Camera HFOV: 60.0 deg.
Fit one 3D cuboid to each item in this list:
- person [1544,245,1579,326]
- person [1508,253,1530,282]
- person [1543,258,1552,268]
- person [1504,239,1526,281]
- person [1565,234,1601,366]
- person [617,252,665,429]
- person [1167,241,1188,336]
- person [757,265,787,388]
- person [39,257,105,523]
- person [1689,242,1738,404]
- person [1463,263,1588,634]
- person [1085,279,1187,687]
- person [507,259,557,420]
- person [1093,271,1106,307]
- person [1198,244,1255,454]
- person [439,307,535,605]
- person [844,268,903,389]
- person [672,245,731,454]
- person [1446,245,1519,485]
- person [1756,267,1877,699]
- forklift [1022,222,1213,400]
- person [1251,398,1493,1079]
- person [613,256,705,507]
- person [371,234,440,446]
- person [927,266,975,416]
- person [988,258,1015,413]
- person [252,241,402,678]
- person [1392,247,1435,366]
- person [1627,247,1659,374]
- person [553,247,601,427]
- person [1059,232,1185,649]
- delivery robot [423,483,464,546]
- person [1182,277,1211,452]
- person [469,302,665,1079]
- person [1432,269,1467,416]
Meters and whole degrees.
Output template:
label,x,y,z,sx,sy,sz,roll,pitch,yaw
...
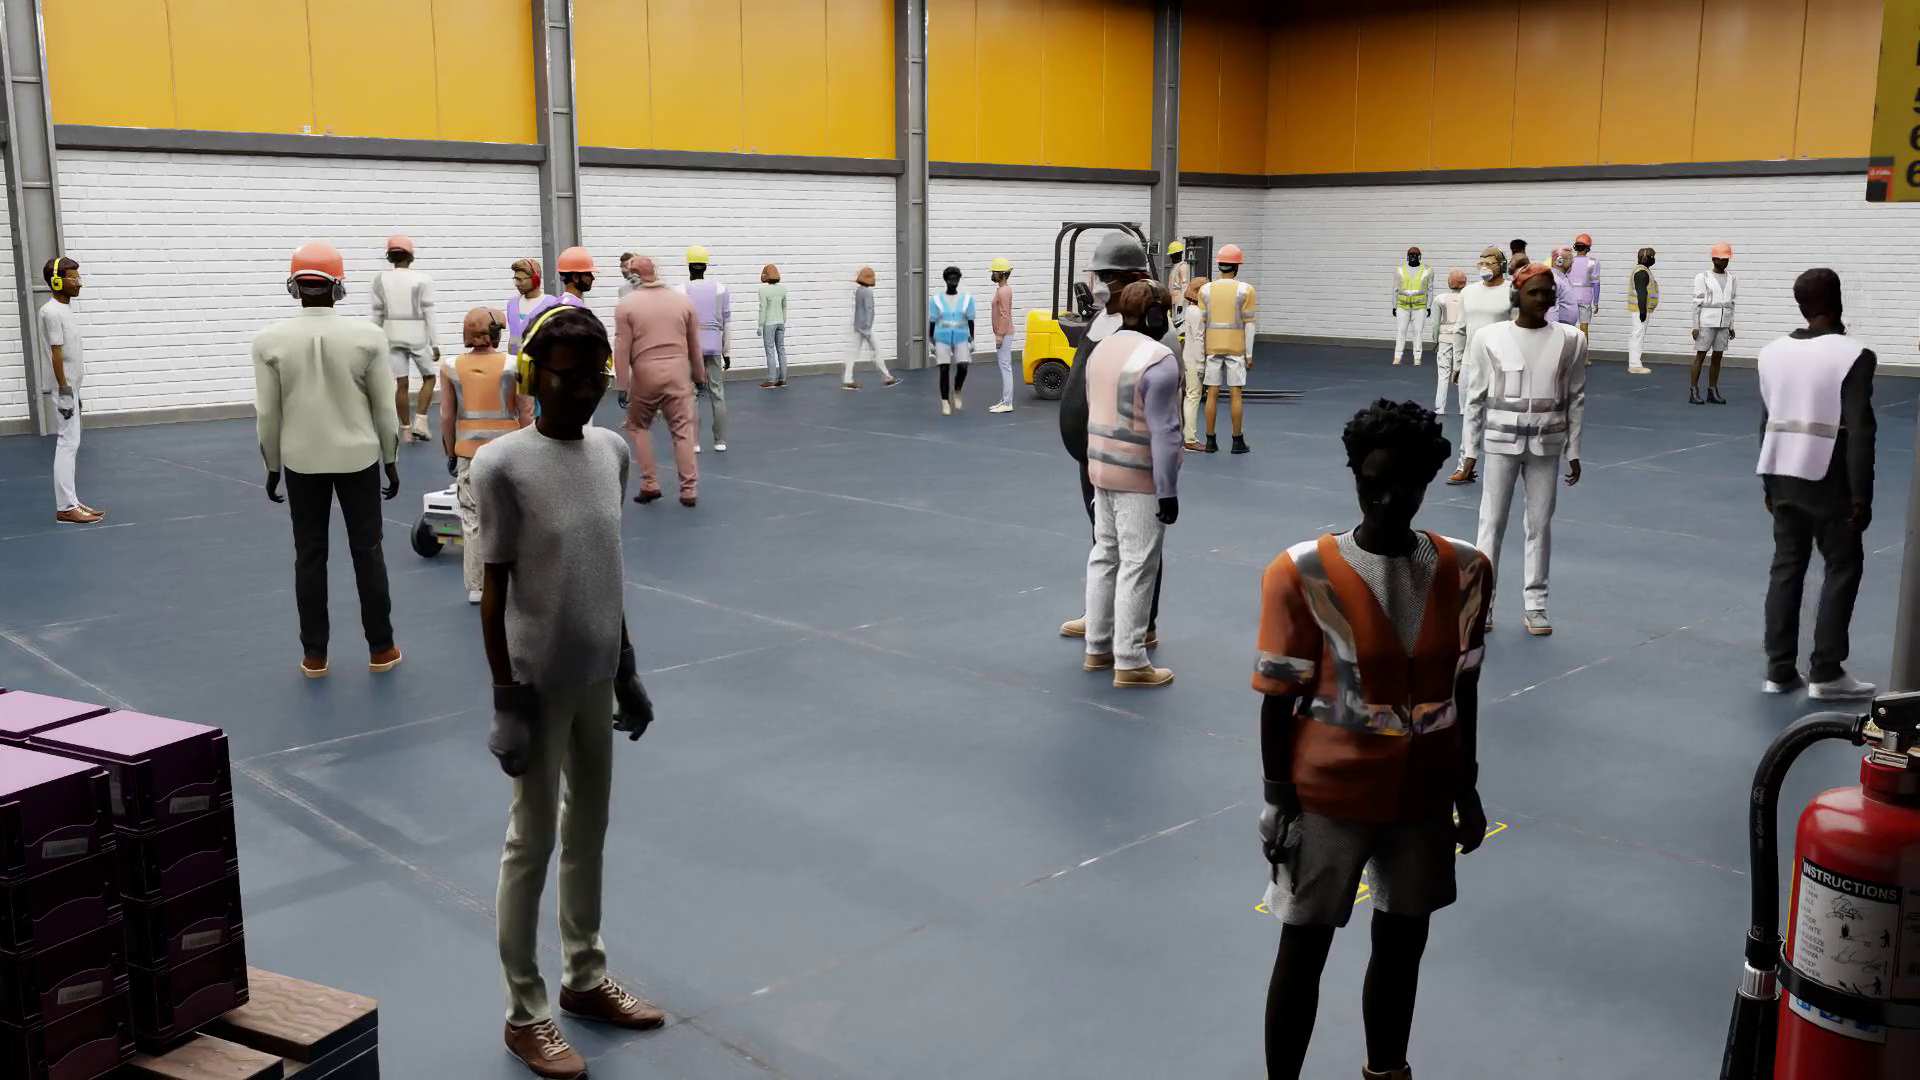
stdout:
label,x,y,z,sx,sy,sz,roll,pitch,yaw
person,6.543,-2.257,18.208,0.410,1.912,0.643,5,11,24
person,5.655,-1.989,16.925,0.506,1.847,0.345,3,11,17
person,6.779,-2.366,19.196,0.522,1.769,0.310,4,11,21
person,8.829,-3.808,26.510,0.363,1.966,0.607,3,11,16
person,9.584,-3.707,25.748,0.614,2.042,0.373,6,12,32
person,-3.366,-2.100,17.519,0.536,1.850,0.534,6,12,29
person,3.526,-3.875,27.013,0.378,1.918,0.585,-1,10,-6
person,-2.505,-2.847,22.179,0.285,1.633,0.497,8,13,38
person,-6.304,-1.054,11.760,0.309,1.868,0.534,-4,11,-22
person,9.048,-2.585,19.924,0.552,1.935,0.374,-2,11,-9
person,2.859,-0.455,8.454,0.585,1.882,0.343,2,11,12
person,0.794,-0.260,7.569,0.431,1.833,0.643,-4,11,-23
person,-3.335,-1.288,13.119,0.564,1.837,0.388,6,12,29
person,2.362,-3.713,26.313,0.996,1.851,0.664,-2,11,-10
person,2.471,-1.767,15.458,0.547,1.939,0.376,5,11,24
person,-2.575,-0.451,9.110,0.515,1.636,0.315,0,10,0
person,-1.184,-2.786,21.939,0.839,1.583,0.524,-5,12,-27
person,-2.414,-1.764,15.470,0.584,1.928,0.372,-5,11,-24
person,4.240,-1.385,13.375,0.631,1.940,0.372,10,14,43
person,3.755,-0.254,7.373,0.405,1.885,0.646,-4,11,-21
forklift,1.935,-2.847,20.651,2.313,2.155,1.214,2,11,13
person,0.870,0.542,3.520,0.540,1.697,0.317,-2,11,-13
person,-2.232,-1.183,12.480,0.789,1.865,0.634,-6,12,-29
person,-5.322,-1.917,16.010,0.647,2.031,0.409,0,10,2
person,-0.097,-2.233,18.679,0.552,1.681,0.368,-1,10,-6
person,0.474,-2.341,19.063,0.312,1.769,0.522,0,10,2
person,-2.886,-0.362,7.639,0.609,1.996,0.379,-3,11,-16
person,7.044,-3.637,25.919,0.624,1.845,0.430,4,11,20
person,10.050,-3.374,24.487,0.429,1.844,0.626,3,11,18
person,-2.719,-1.111,11.880,0.360,1.939,0.543,-5,11,-25
person,0.750,-0.472,8.118,0.536,2.000,0.680,-5,11,-24
delivery robot,-3.074,-0.229,10.594,0.477,0.478,0.707,4,11,23
person,2.233,-1.654,15.673,0.267,1.632,0.509,0,10,0
person,-0.949,0.358,4.079,0.335,1.865,0.520,6,12,30
person,5.558,-2.208,18.677,0.513,1.641,0.307,3,11,15
